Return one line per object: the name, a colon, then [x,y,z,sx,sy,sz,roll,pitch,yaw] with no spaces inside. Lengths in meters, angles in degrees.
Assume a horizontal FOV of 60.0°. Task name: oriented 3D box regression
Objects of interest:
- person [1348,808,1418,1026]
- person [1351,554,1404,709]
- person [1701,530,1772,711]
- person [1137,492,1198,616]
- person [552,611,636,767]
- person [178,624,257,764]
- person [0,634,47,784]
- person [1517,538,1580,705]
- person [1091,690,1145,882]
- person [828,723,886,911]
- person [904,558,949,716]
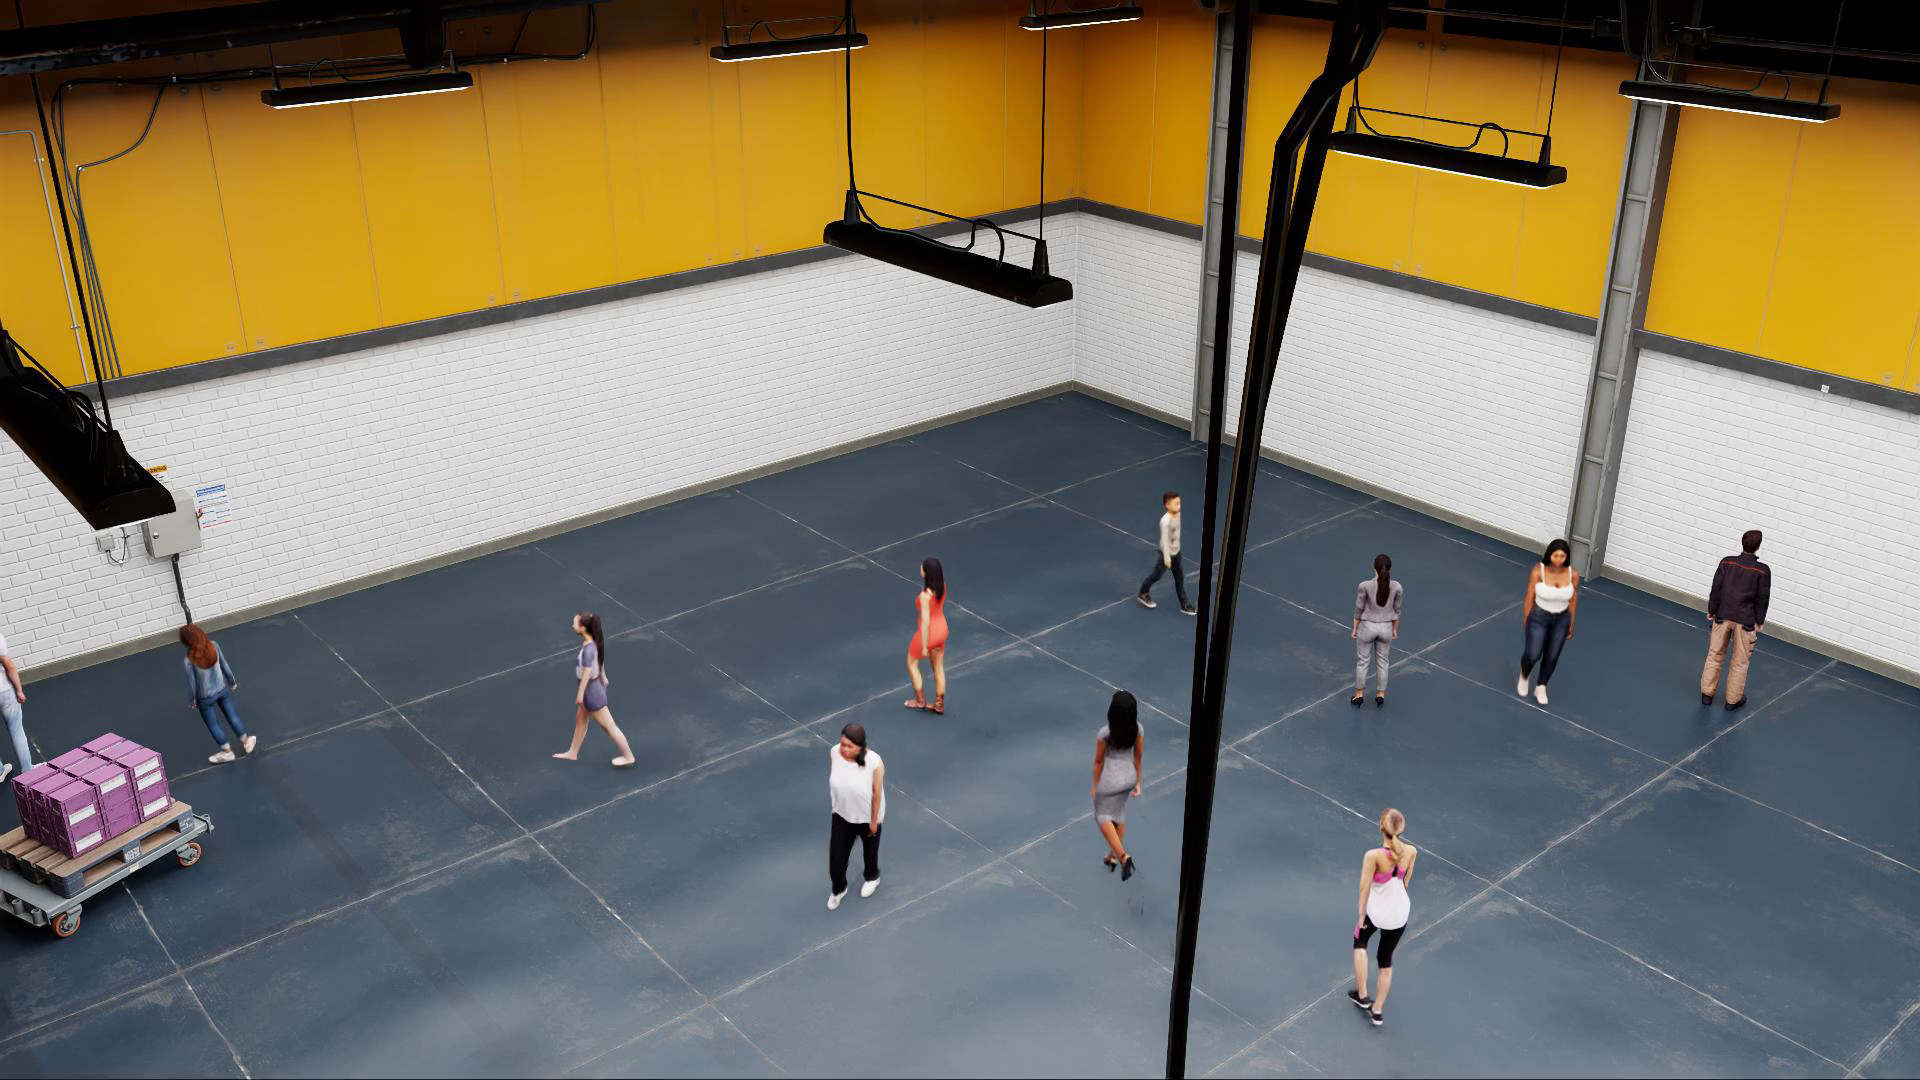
person: [3.163,2.822,12.255,0.741,1.769,0.779,-3,24,-8]
person: [4.174,0.918,16.725,0.730,1.678,0.779,0,24,0]
person: [7.793,0.786,16.718,0.620,1.925,0.818,16,28,33]
person: [2.295,0.141,18.807,1.050,1.433,0.716,17,29,33]
person: [-3.355,1.439,15.624,1.025,1.605,1.042,-2,24,-4]
person: [-7.057,1.443,15.802,0.694,1.454,0.770,18,29,35]
person: [-8.963,1.393,15.421,0.727,1.851,0.766,0,24,0]
person: [5.949,0.789,16.871,0.778,1.797,0.838,2,24,5]
person: [1.341,2.098,13.912,0.744,1.768,0.925,-9,25,-19]
person: [-0.820,2.214,13.771,0.872,1.668,0.907,8,25,18]
person: [-0.215,0.983,16.539,0.716,1.706,0.662,16,28,32]
